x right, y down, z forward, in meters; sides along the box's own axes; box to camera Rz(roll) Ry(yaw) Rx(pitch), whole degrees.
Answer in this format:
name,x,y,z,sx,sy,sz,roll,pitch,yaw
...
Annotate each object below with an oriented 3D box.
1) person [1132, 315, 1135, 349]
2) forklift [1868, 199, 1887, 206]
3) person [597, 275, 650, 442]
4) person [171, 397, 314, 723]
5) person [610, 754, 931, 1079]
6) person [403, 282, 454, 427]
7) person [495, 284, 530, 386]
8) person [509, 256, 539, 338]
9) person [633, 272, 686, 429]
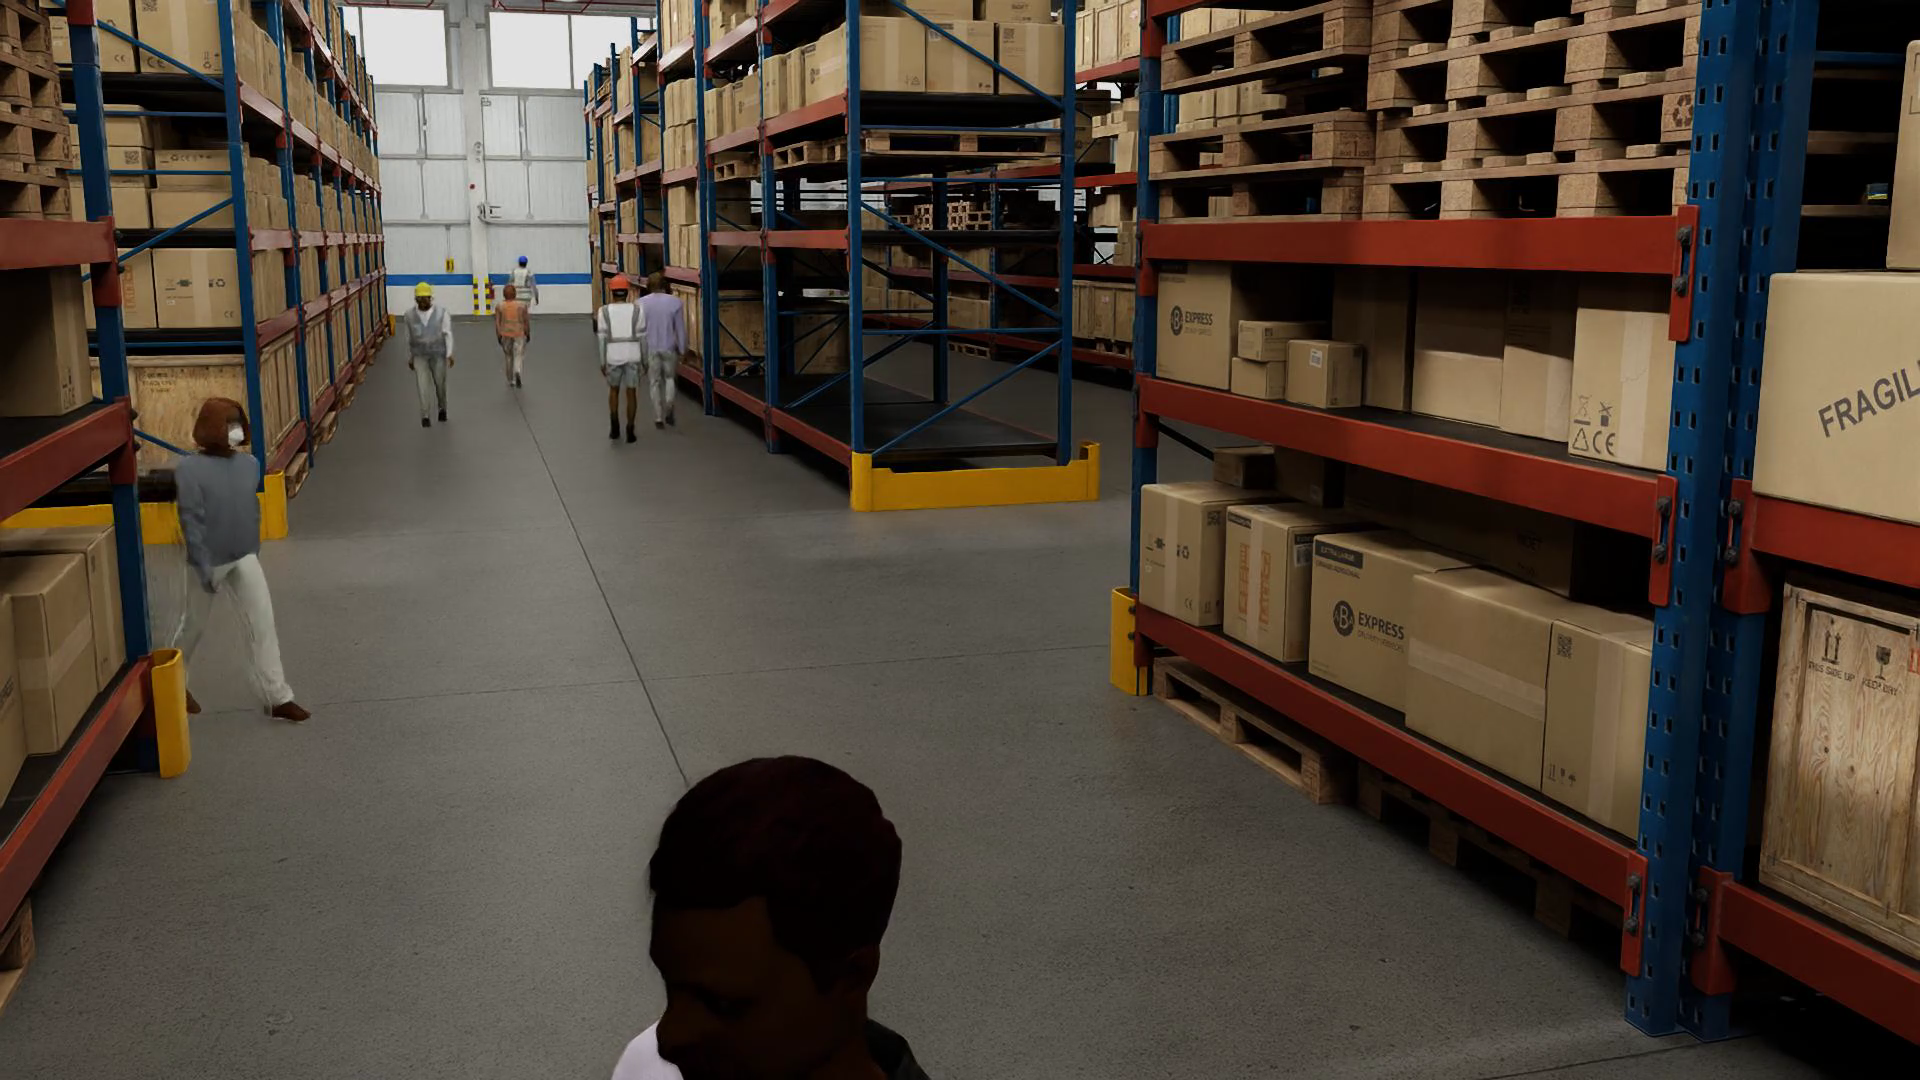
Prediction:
name,x,y,z,sx,sy,sz,roll,pitch,yaw
person,2.480,-2.460,21.967,0.286,1.636,0.499,-9,14,-40
forklift,11.338,-2.915,21.052,1.129,2.768,1.873,-3,11,-17
person,-3.883,-2.098,19.249,0.572,1.908,0.771,-1,10,-8
person,-3.597,0.094,8.080,0.856,1.595,0.493,6,12,29
person,-0.133,1.117,1.590,0.587,1.918,0.391,9,14,41
person,-6.670,-2.347,20.926,0.600,1.802,0.888,-2,11,-12
person,-7.037,-3.217,26.144,0.515,1.616,0.623,-2,10,-9
person,-10.189,-5.691,38.961,0.648,1.889,1.001,1,10,6
person,-3.737,-2.347,20.581,0.662,1.910,0.832,-3,11,-14
